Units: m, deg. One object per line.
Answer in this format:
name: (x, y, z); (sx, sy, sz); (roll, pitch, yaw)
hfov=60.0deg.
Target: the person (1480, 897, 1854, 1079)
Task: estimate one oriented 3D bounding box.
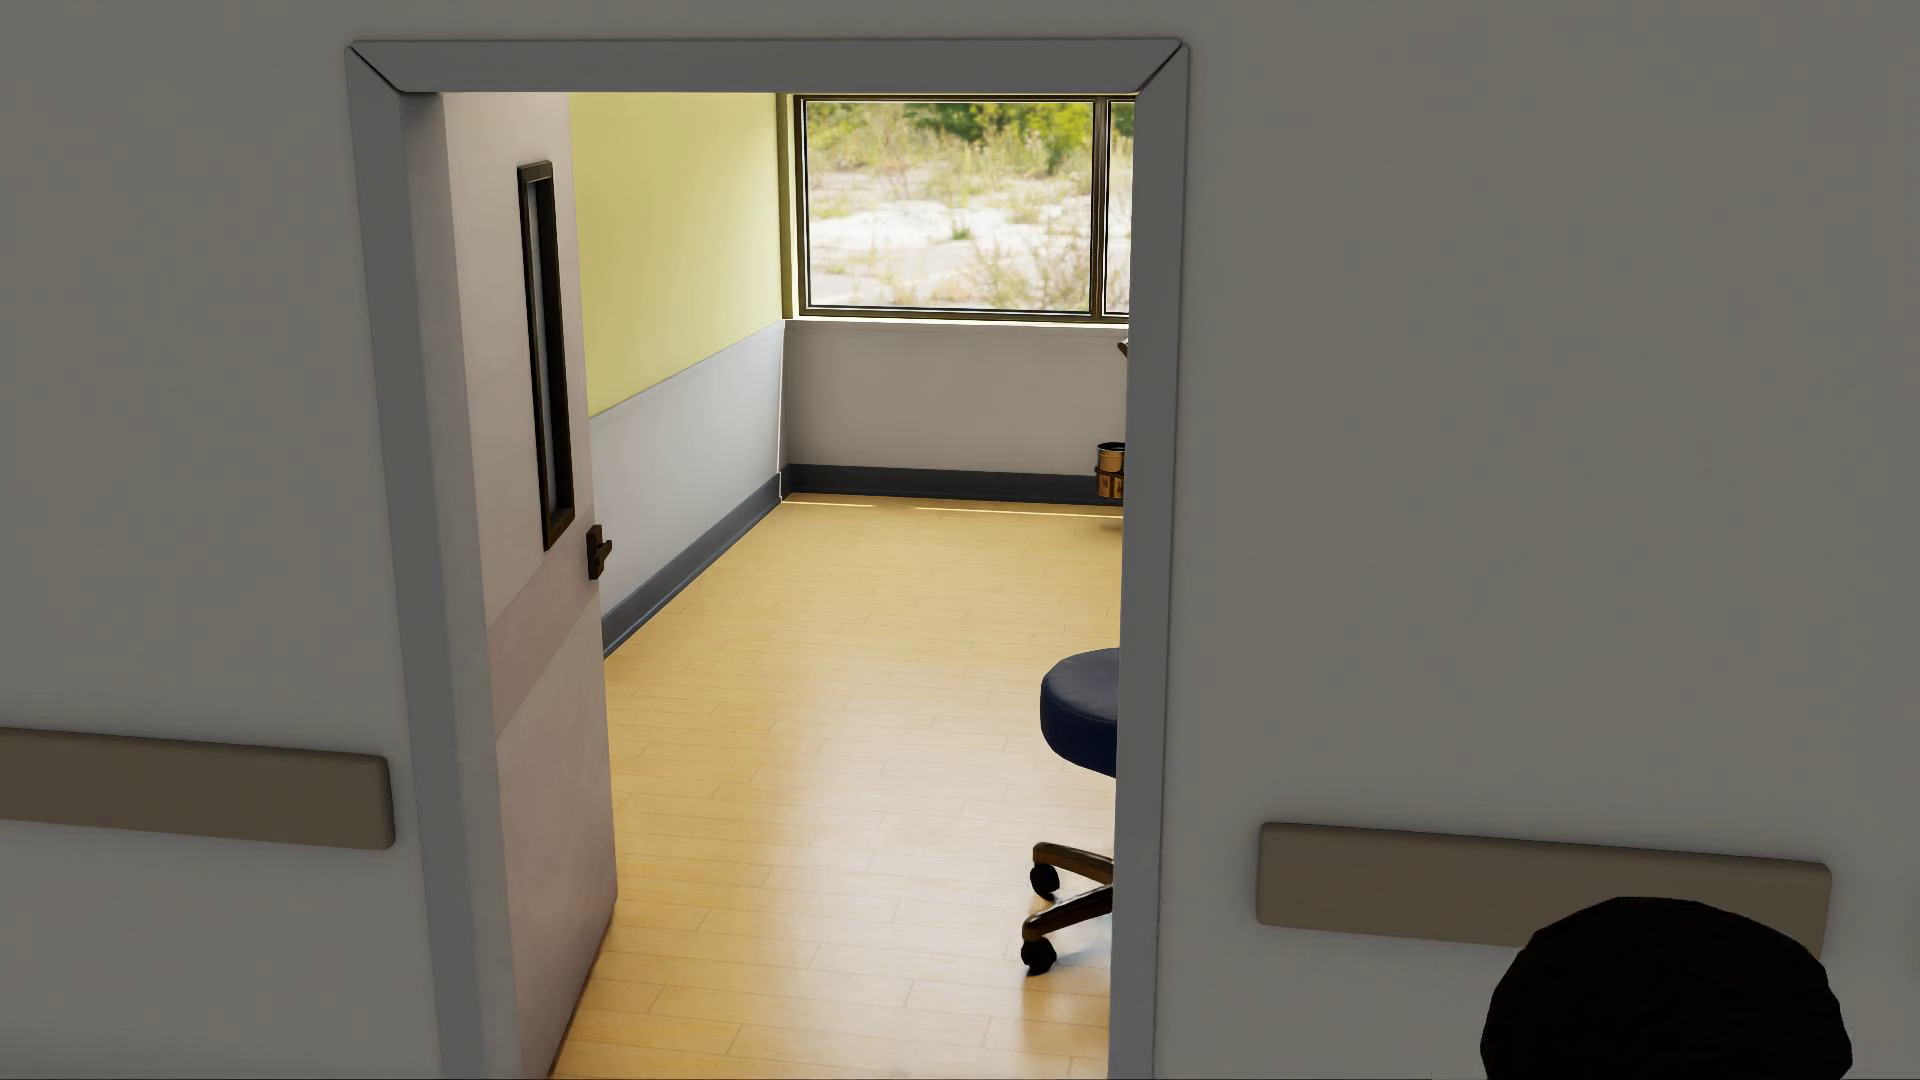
person: (0.352, 1.058, 1.352); (0.700, 1.707, 0.639); (3, 16, 9)
